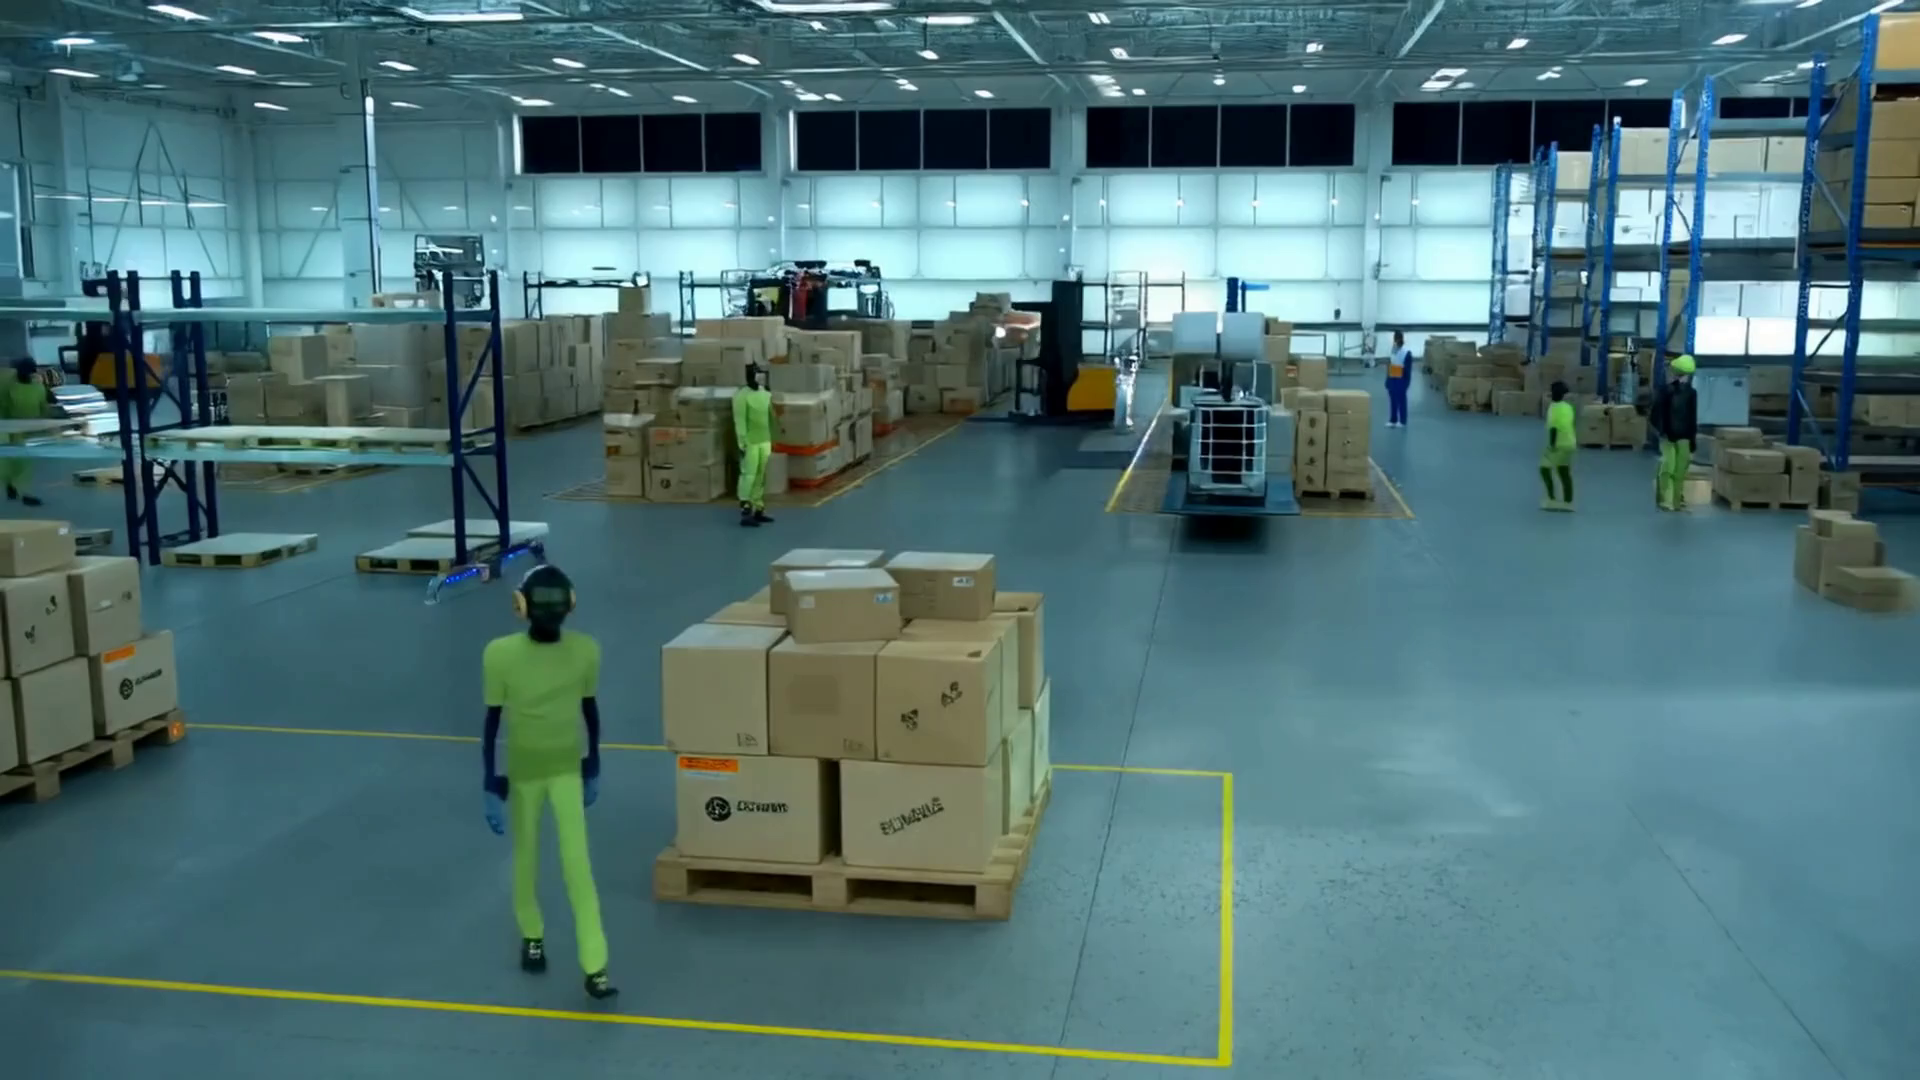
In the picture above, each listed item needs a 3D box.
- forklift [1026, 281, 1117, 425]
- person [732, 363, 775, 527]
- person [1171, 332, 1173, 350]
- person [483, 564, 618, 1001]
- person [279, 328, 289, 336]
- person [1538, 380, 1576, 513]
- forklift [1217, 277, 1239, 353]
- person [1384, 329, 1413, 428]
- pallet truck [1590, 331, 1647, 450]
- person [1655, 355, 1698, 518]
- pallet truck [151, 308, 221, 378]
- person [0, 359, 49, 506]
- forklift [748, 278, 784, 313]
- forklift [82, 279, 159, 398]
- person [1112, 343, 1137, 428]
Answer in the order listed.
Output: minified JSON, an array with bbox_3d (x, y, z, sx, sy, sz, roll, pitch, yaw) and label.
[{"bbox_3d":[2.084,-3.700,32.732,1.873,2.768,1.129,-2,10,-15],"label":"forklift"},{"bbox_3d":[-2.448,-1.137,19.823,0.372,1.940,0.632,5,10,26],"label":"person"},{"bbox_3d":[5.474,-4.556,40.915,0.553,1.935,0.362,-3,10,-17],"label":"person"},{"bbox_3d":[-1.724,1.015,6.921,0.541,1.822,0.962,-4,10,-24],"label":"person"},{"bbox_3d":[-16.138,-4.237,39.814,0.550,1.644,0.894,7,12,37],"label":"person"},{"bbox_3d":[7.561,-1.175,20.897,0.561,1.655,0.480,-8,12,-42],"label":"person"},{"bbox_3d":[7.894,-6.232,48.351,1.873,2.768,1.129,1,9,9],"label":"forklift"},{"bbox_3d":[8.457,-3.105,32.059,0.399,1.911,0.588,-5,11,-31],"label":"person"},{"bbox_3d":[11.253,-2.573,28.499,0.823,1.965,1.885,5,10,27],"label":"pallet truck"},{"bbox_3d":[8.834,-1.269,20.464,0.379,1.996,0.609,-3,10,-18],"label":"person"},{"bbox_3d":[-21.869,-5.598,47.154,0.823,1.965,1.885,4,10,26],"label":"pallet truck"},{"bbox_3d":[-12.252,-1.414,21.693,0.876,1.903,0.653,5,10,28],"label":"person"},{"bbox_3d":[-5.096,-5.498,43.826,1.129,2.768,1.873,-3,10,-15],"label":"forklift"},{"bbox_3d":[-20.069,-4.732,39.101,1.873,2.768,1.129,1,9,9],"label":"forklift"},{"bbox_3d":[3.187,-2.990,32.176,0.511,1.639,0.308,-3,10,-15],"label":"person"}]
